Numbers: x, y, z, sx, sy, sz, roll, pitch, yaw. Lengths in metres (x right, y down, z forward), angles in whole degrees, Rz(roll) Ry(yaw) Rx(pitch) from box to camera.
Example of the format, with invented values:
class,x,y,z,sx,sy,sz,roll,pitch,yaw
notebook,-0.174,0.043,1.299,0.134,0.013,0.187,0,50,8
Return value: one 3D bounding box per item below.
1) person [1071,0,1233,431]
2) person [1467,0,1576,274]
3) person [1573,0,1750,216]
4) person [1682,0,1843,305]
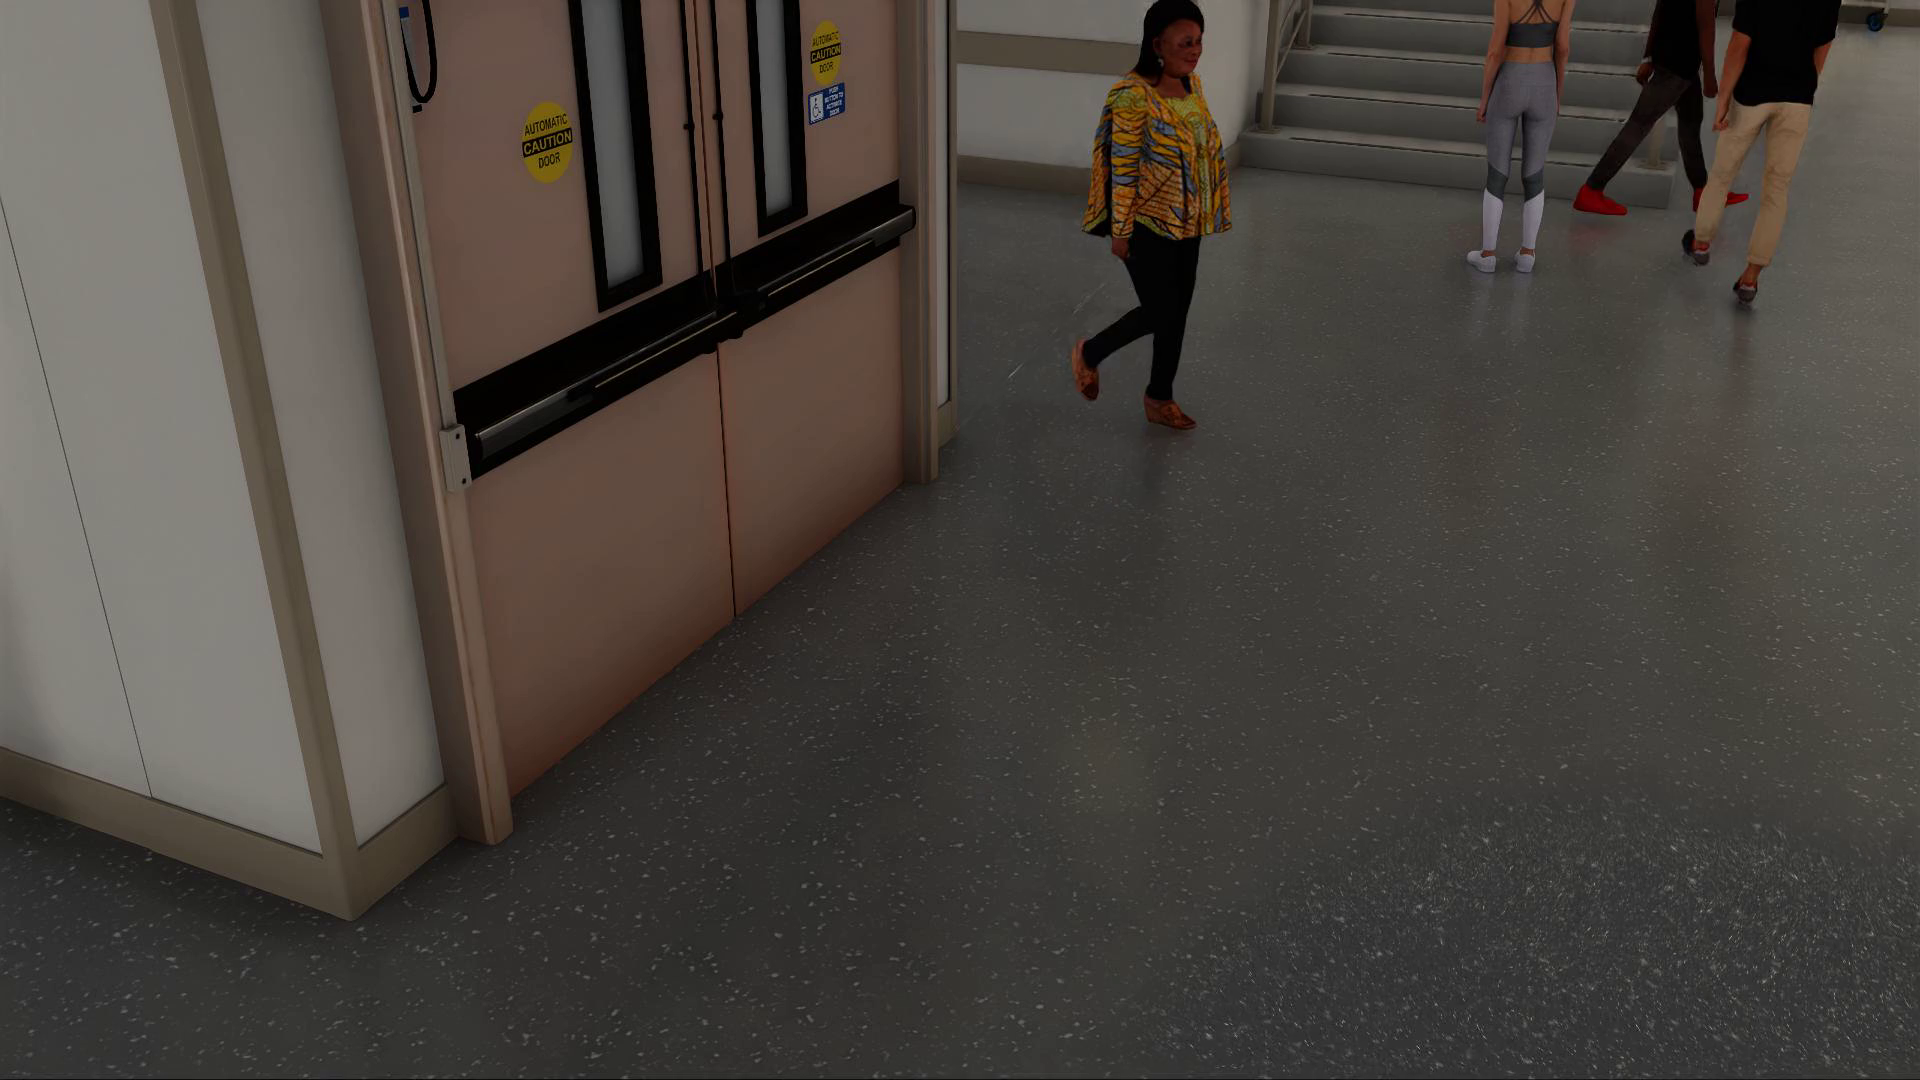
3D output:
class,x,y,z,sx,sy,sz,roll,pitch,yaw
person,0.693,-1.207,6.318,0.847,1.641,0.833,18,31,32
person,2.798,-2.185,8.272,0.625,1.705,0.631,2,26,4
person,3.802,-2.589,9.059,1.003,1.750,1.225,2,26,5
person,3.809,-2.004,7.766,0.754,1.820,1.098,7,27,14
